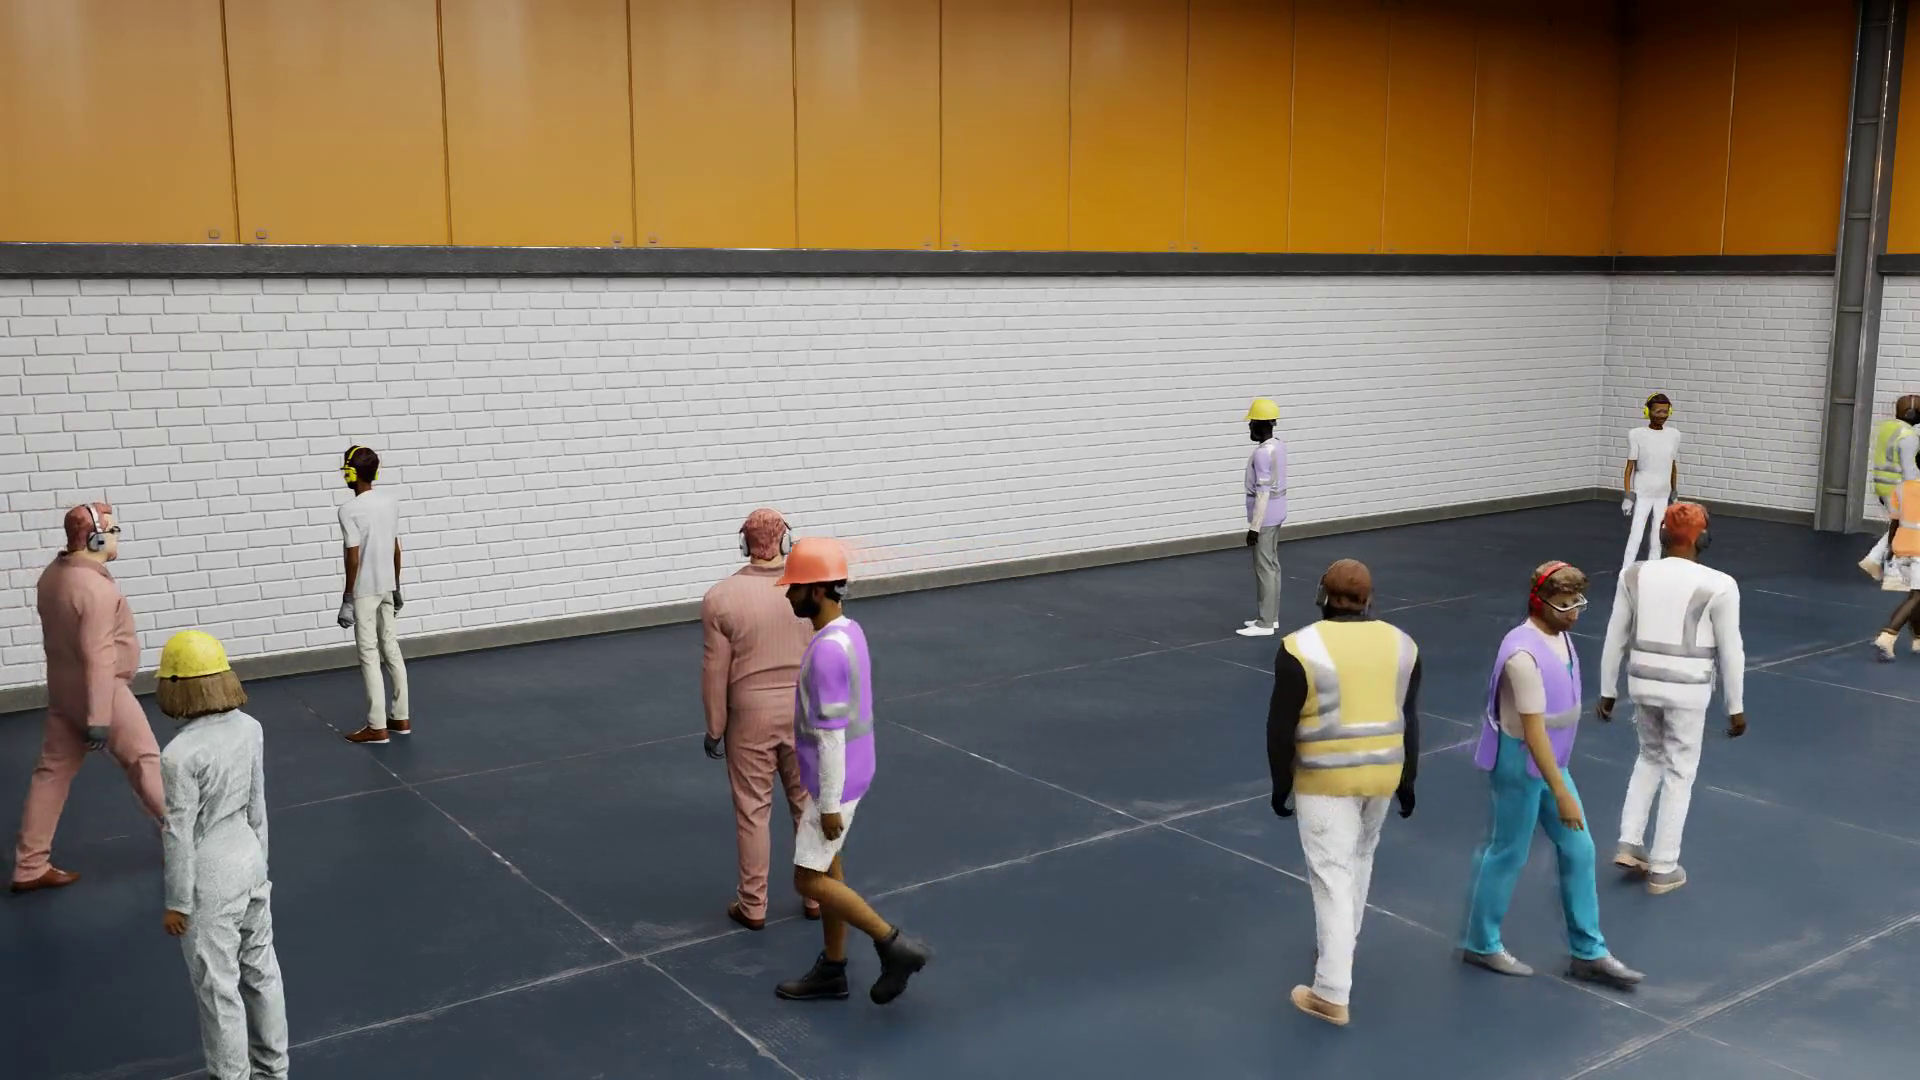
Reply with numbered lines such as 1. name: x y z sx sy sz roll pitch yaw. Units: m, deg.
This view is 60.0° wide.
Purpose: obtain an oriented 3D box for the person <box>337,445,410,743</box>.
1. person: -3.695 0.340 10.416 0.310 1.868 0.532 3 10 20

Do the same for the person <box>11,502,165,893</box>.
1. person: -4.123 0.735 8.035 0.648 1.848 1.036 7 12 38

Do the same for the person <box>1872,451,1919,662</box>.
1. person: 7.239 0.090 12.606 0.826 1.667 0.540 -3 10 -20

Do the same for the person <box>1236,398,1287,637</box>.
1. person: 2.446 -0.180 13.443 0.366 1.927 0.585 4 10 23

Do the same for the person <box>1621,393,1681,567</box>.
1. person: 6.186 -0.379 14.861 0.538 1.866 0.312 -1 9 -7

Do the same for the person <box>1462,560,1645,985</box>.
1. person: 2.433 0.970 6.747 0.817 1.798 0.605 7 12 37

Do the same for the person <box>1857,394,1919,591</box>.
1. person: 8.662 -0.433 15.312 0.444 1.824 0.647 2 9 12

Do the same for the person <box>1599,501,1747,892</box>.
1. person: 3.390 0.744 7.937 0.413 1.865 0.619 -7 12 -38

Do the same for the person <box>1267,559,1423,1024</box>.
1. person: 1.545 0.976 6.781 0.647 1.786 0.797 -3 10 -19

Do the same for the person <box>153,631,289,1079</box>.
1. person: -2.571 1.167 5.727 0.322 1.737 0.481 1 9 9

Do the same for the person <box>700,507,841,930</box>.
1. person: -0.853 0.799 7.490 0.642 1.902 0.399 -3 10 -20

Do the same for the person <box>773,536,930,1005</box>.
1. person: -0.462 0.937 6.597 0.554 1.920 0.549 1 9 4
